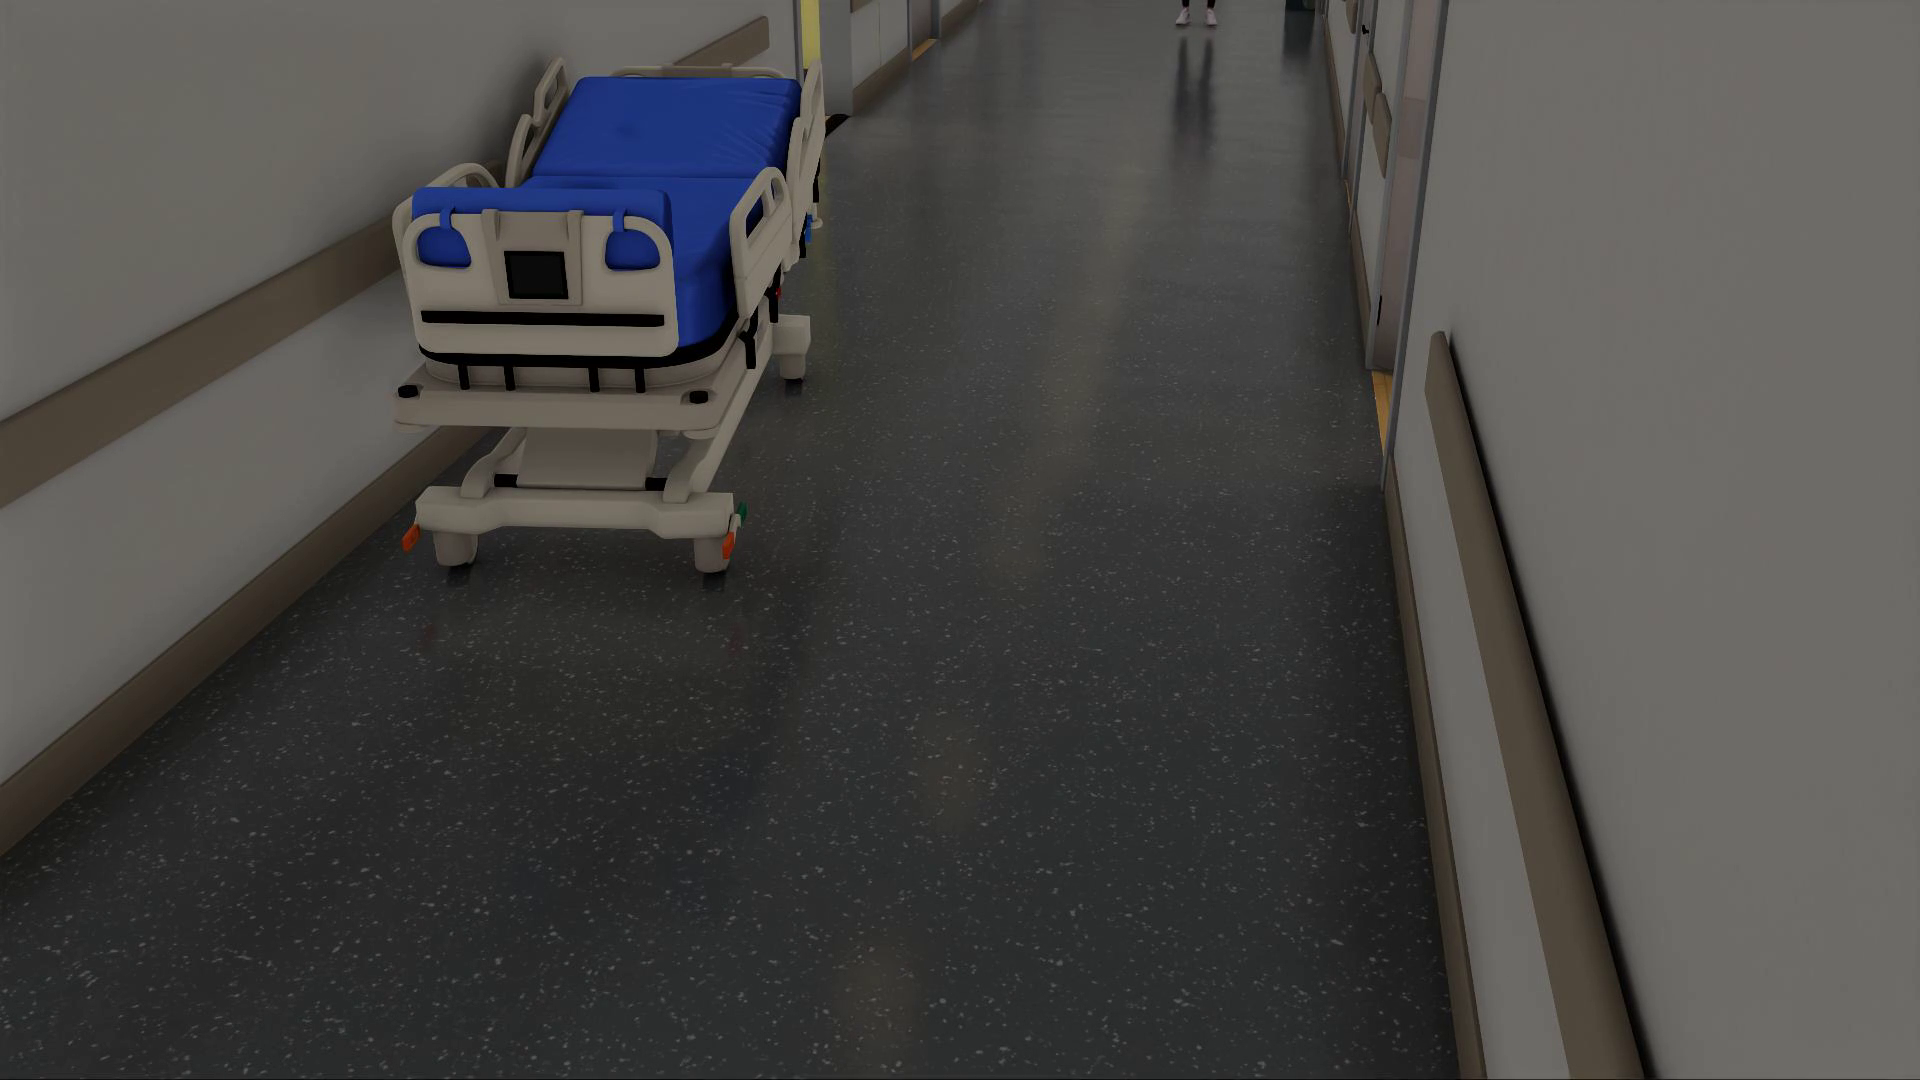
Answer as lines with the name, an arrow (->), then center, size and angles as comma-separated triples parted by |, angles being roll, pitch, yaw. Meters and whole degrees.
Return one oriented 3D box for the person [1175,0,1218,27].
person -> 2.295, -5.749, 15.550 | 0.456, 1.801, 0.664 | 5, 26, 11
